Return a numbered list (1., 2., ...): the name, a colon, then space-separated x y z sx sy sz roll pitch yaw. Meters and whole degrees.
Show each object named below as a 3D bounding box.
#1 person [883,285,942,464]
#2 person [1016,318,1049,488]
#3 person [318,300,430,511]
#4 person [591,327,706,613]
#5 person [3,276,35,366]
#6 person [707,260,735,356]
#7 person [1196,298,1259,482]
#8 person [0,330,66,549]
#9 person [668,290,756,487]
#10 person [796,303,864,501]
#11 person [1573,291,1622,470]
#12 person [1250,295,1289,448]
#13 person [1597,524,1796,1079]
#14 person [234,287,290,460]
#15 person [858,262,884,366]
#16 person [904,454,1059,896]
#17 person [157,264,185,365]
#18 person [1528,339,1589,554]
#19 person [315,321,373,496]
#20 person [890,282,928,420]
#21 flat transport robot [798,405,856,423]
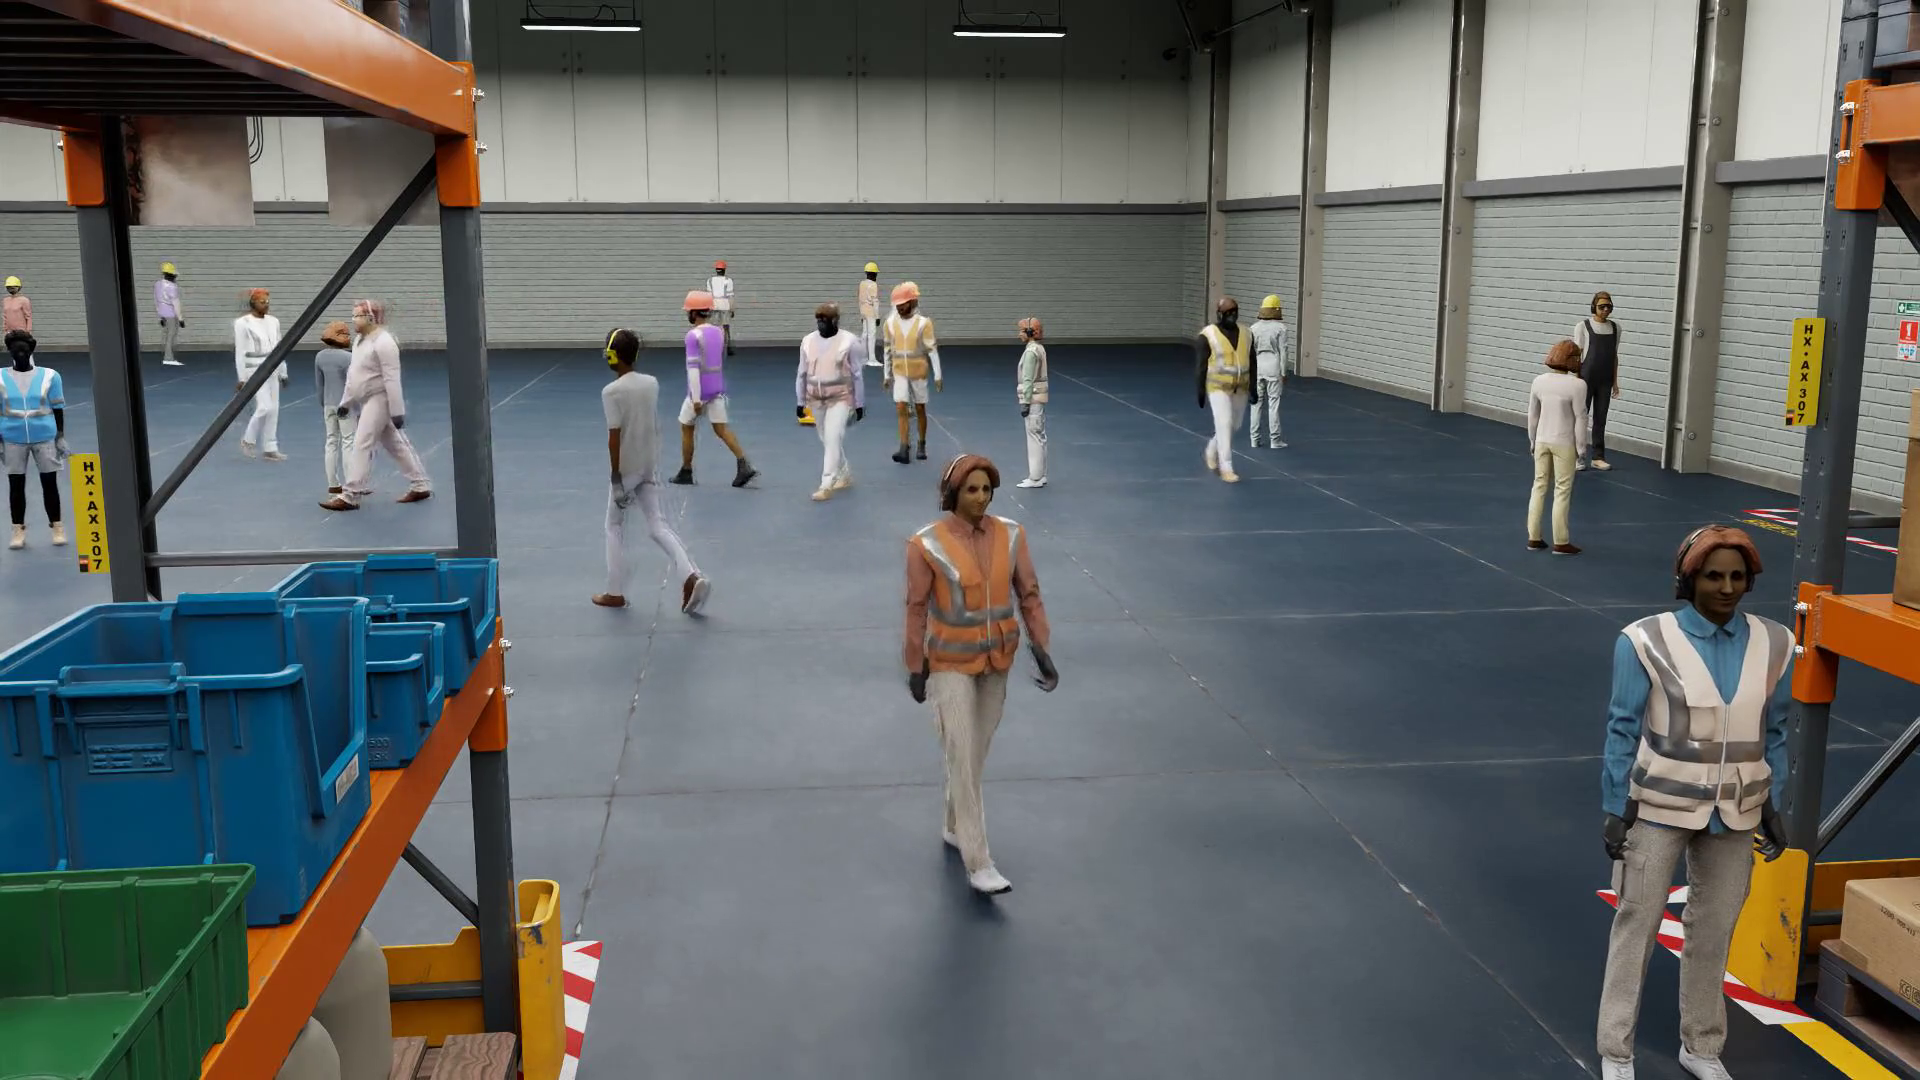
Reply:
1. person: -0.515 -1.758 17.723 0.685 1.875 0.959 2 11 12
2. person: 0.703 -1.318 16.019 0.311 1.635 0.513 2 11 11
3. person: -5.220 -1.202 14.790 1.020 1.853 0.635 -7 12 -33
4. person: -2.034 -0.435 10.626 0.861 1.843 0.533 7 13 35
5. person: -15.188 -3.354 26.802 0.533 1.772 0.297 3 11 15
6. person: -4.836 -4.699 33.714 0.551 1.935 0.375 2 11 10
7. person: 2.636 -1.517 16.623 0.623 1.812 0.852 -4 11 -23
8. person: -7.217 -0.780 12.889 0.539 1.696 0.317 -5 12 -26
9. person: -2.405 -1.448 16.016 0.927 1.905 0.548 6 12 32
10. person: -1.197 -1.310 15.523 0.639 1.805 0.942 4 11 23
11. person: 6.571 -1.636 17.179 0.508 1.846 0.345 -2 10 -9
12. person: 3.531 -1.920 19.024 0.485 1.739 0.314 8 13 36
13. person: 2.022 0.763 4.593 0.522 1.638 0.310 -1 10 -3
14. person: -7.461 -1.770 17.849 0.413 1.874 0.581 4 11 19
15. person: -1.663 -4.201 31.010 0.366 1.926 0.594 -7 12 -33
16. person: 0.092 0.489 6.199 0.521 1.604 0.738 -6 12 -31
17. person: -14.906 -4.223 31.296 0.659 1.913 0.508 9 14 40
18. person: 4.556 -0.710 12.683 0.266 1.631 0.507 -6 12 -32
19. person: -5.755 -1.220 15.474 0.499 1.633 0.278 5 11 26
20. person: -0.668 -2.483 21.900 0.422 1.818 0.596 8 13 36
21. flat transport robot: -1.738 -1.702 21.856 0.652 0.197 1.431 0 10 0
